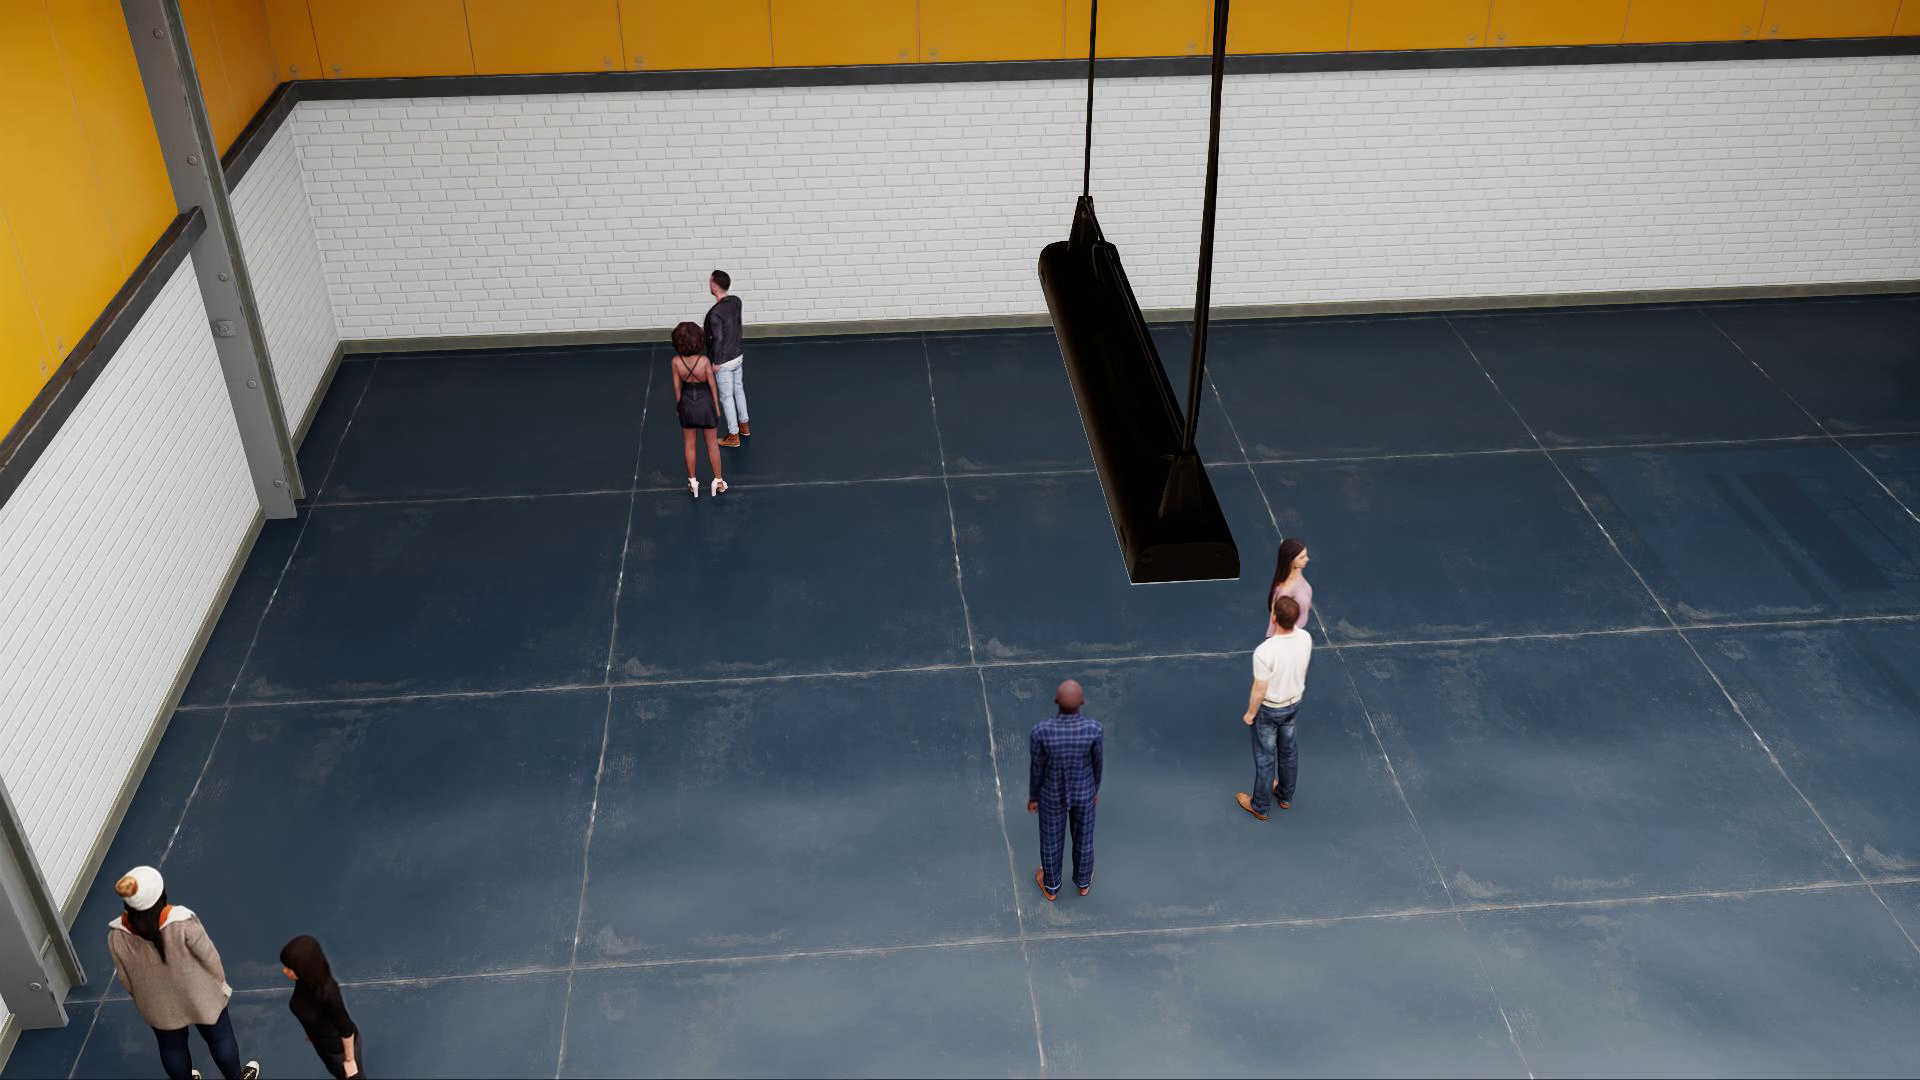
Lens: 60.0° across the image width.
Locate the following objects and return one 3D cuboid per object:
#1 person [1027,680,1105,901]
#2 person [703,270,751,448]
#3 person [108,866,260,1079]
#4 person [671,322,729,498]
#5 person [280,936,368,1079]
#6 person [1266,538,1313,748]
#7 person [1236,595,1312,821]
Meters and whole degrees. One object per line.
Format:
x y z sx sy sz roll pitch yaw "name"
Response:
0.717 1.670 11.094 0.638 1.819 0.584 -3 34 -4 "person"
-2.272 -1.782 16.271 0.791 1.836 0.649 13 36 19 "person"
-4.548 2.593 9.639 0.722 1.891 0.679 -6 34 -9 "person"
-2.439 -1.203 15.443 0.586 1.789 0.567 1 34 2 "person"
-3.562 2.846 9.485 0.659 1.641 0.714 24 40 31 "person"
2.413 0.758 12.472 0.746 1.812 0.606 11 35 16 "person"
2.250 1.186 11.790 0.746 1.853 0.723 -18 38 -25 "person"
